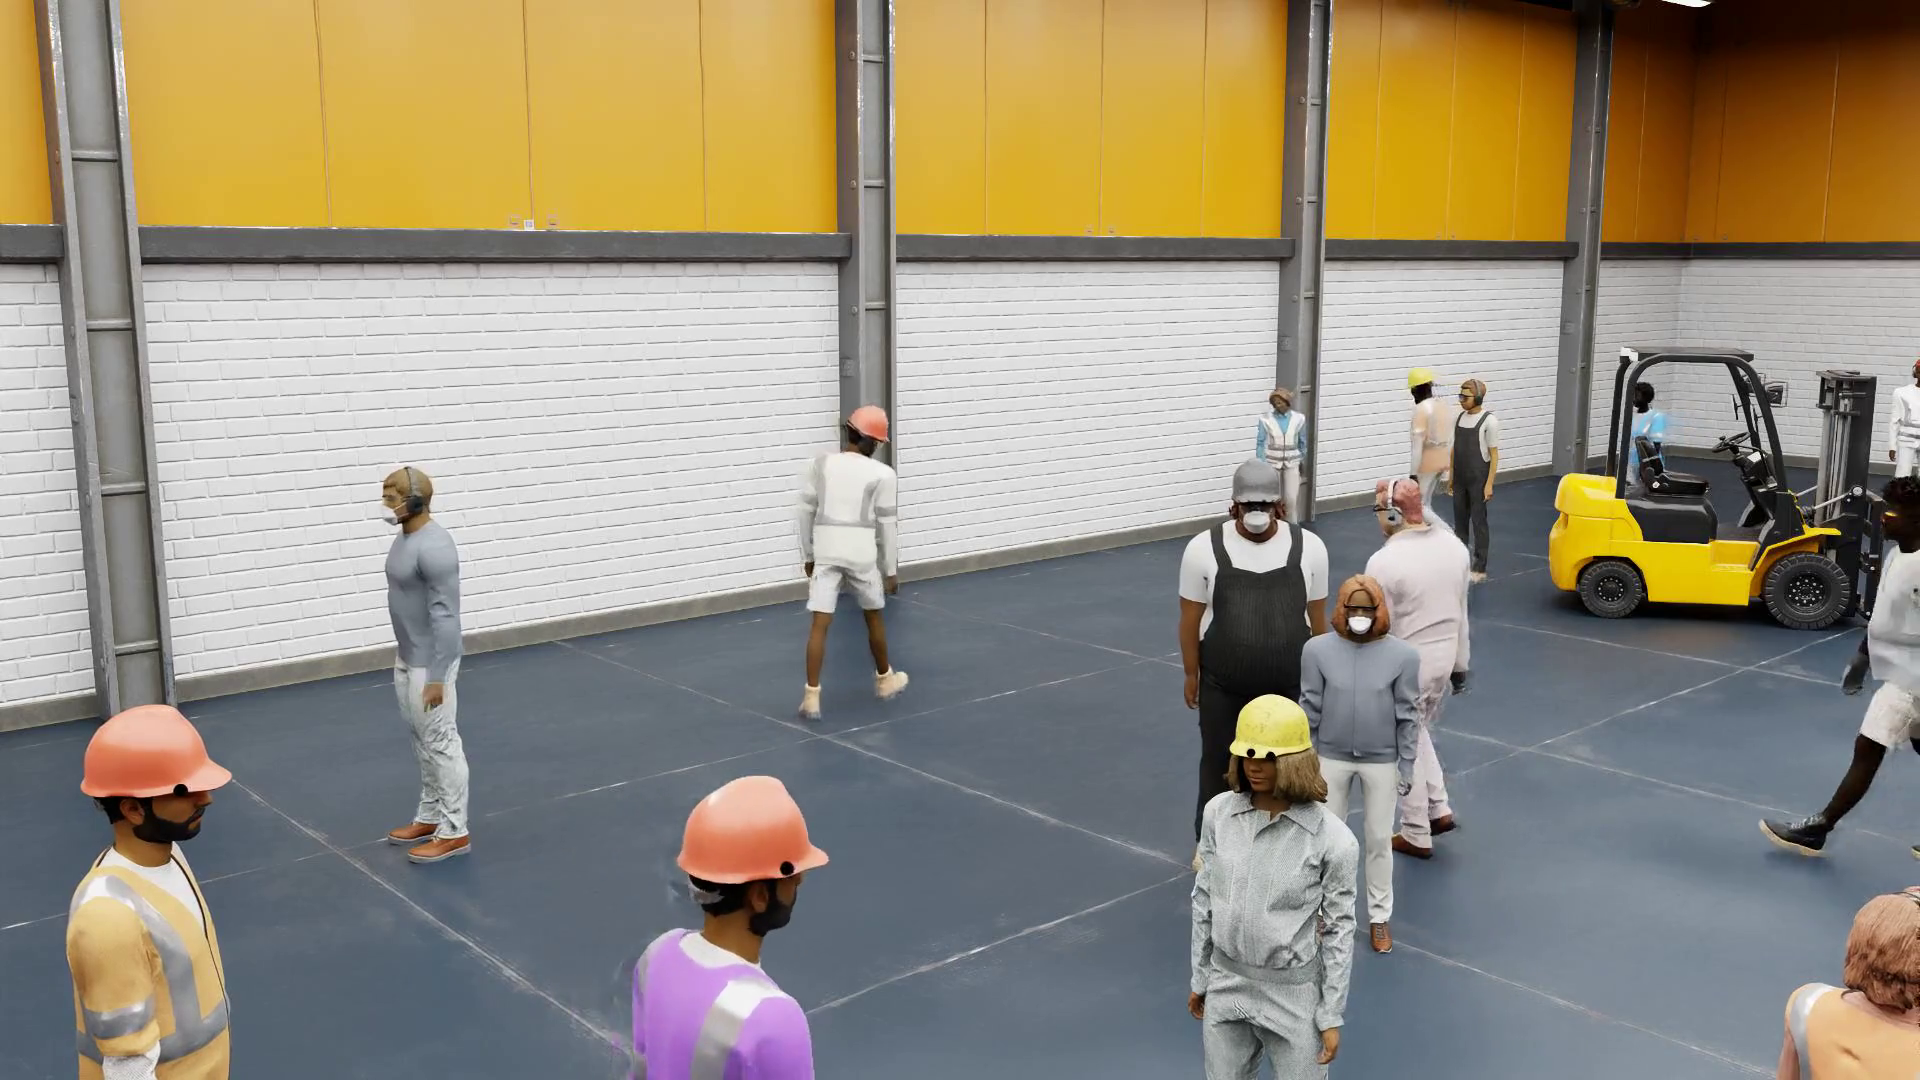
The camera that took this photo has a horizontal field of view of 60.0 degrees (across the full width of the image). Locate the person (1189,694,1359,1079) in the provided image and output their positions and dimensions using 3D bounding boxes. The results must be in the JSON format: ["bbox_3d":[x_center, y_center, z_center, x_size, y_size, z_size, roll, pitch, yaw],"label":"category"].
[{"bbox_3d":[0.859,1.283,4.694,0.485,1.745,0.296,7,12,35],"label":"person"}]

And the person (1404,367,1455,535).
[{"bbox_3d":[4.497,-0.691,15.827,0.659,1.889,0.643,8,12,38],"label":"person"}]

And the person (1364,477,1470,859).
[{"bbox_3d":[2.179,0.628,8.119,0.669,1.879,0.439,-6,12,-34],"label":"person"}]

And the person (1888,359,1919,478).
[{"bbox_3d":[10.220,-1.008,17.742,0.580,1.878,0.346,3,10,19],"label":"person"}]

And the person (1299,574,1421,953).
[{"bbox_3d":[1.682,0.941,7.053,0.502,1.626,0.282,3,10,17],"label":"person"}]

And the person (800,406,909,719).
[{"bbox_3d":[-0.714,0.129,10.781,0.668,1.966,0.885,2,10,10],"label":"person"}]

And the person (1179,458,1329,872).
[{"bbox_3d":[1.386,0.596,7.847,0.698,2.000,0.536,0,10,2],"label":"person"}]

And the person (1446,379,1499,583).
[{"bbox_3d":[4.615,-0.533,15.036,0.330,1.842,0.519,-5,11,-29],"label":"person"}]

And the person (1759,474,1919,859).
[{"bbox_3d":[4.513,0.631,8.041,1.028,1.909,0.614,3,10,17],"label":"person"}]

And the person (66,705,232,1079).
[{"bbox_3d":[-1.834,1.326,3.877,0.360,1.938,0.546,-3,10,-17],"label":"person"}]

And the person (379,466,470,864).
[{"bbox_3d":[-2.623,0.602,8.127,0.372,1.937,0.651,-6,12,-33],"label":"person"}]

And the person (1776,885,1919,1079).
[{"bbox_3d":[1.942,1.532,3.541,0.314,1.640,0.516,-4,10,-21],"label":"person"}]

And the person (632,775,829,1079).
[{"bbox_3d":[-0.359,1.416,3.445,0.816,1.907,0.555,-5,11,-29],"label":"person"}]

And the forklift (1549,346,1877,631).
[{"bbox_3d":[6.109,-0.478,13.691,2.313,2.155,1.214,3,10,16],"label":"forklift"}]

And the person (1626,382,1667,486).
[{"bbox_3d":[7.073,-0.803,17.129,0.791,1.671,0.527,-5,11,-26],"label":"person"}]

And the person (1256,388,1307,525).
[{"bbox_3d":[3.276,-0.753,16.993,0.534,1.606,0.553,1,10,4],"label":"person"}]
